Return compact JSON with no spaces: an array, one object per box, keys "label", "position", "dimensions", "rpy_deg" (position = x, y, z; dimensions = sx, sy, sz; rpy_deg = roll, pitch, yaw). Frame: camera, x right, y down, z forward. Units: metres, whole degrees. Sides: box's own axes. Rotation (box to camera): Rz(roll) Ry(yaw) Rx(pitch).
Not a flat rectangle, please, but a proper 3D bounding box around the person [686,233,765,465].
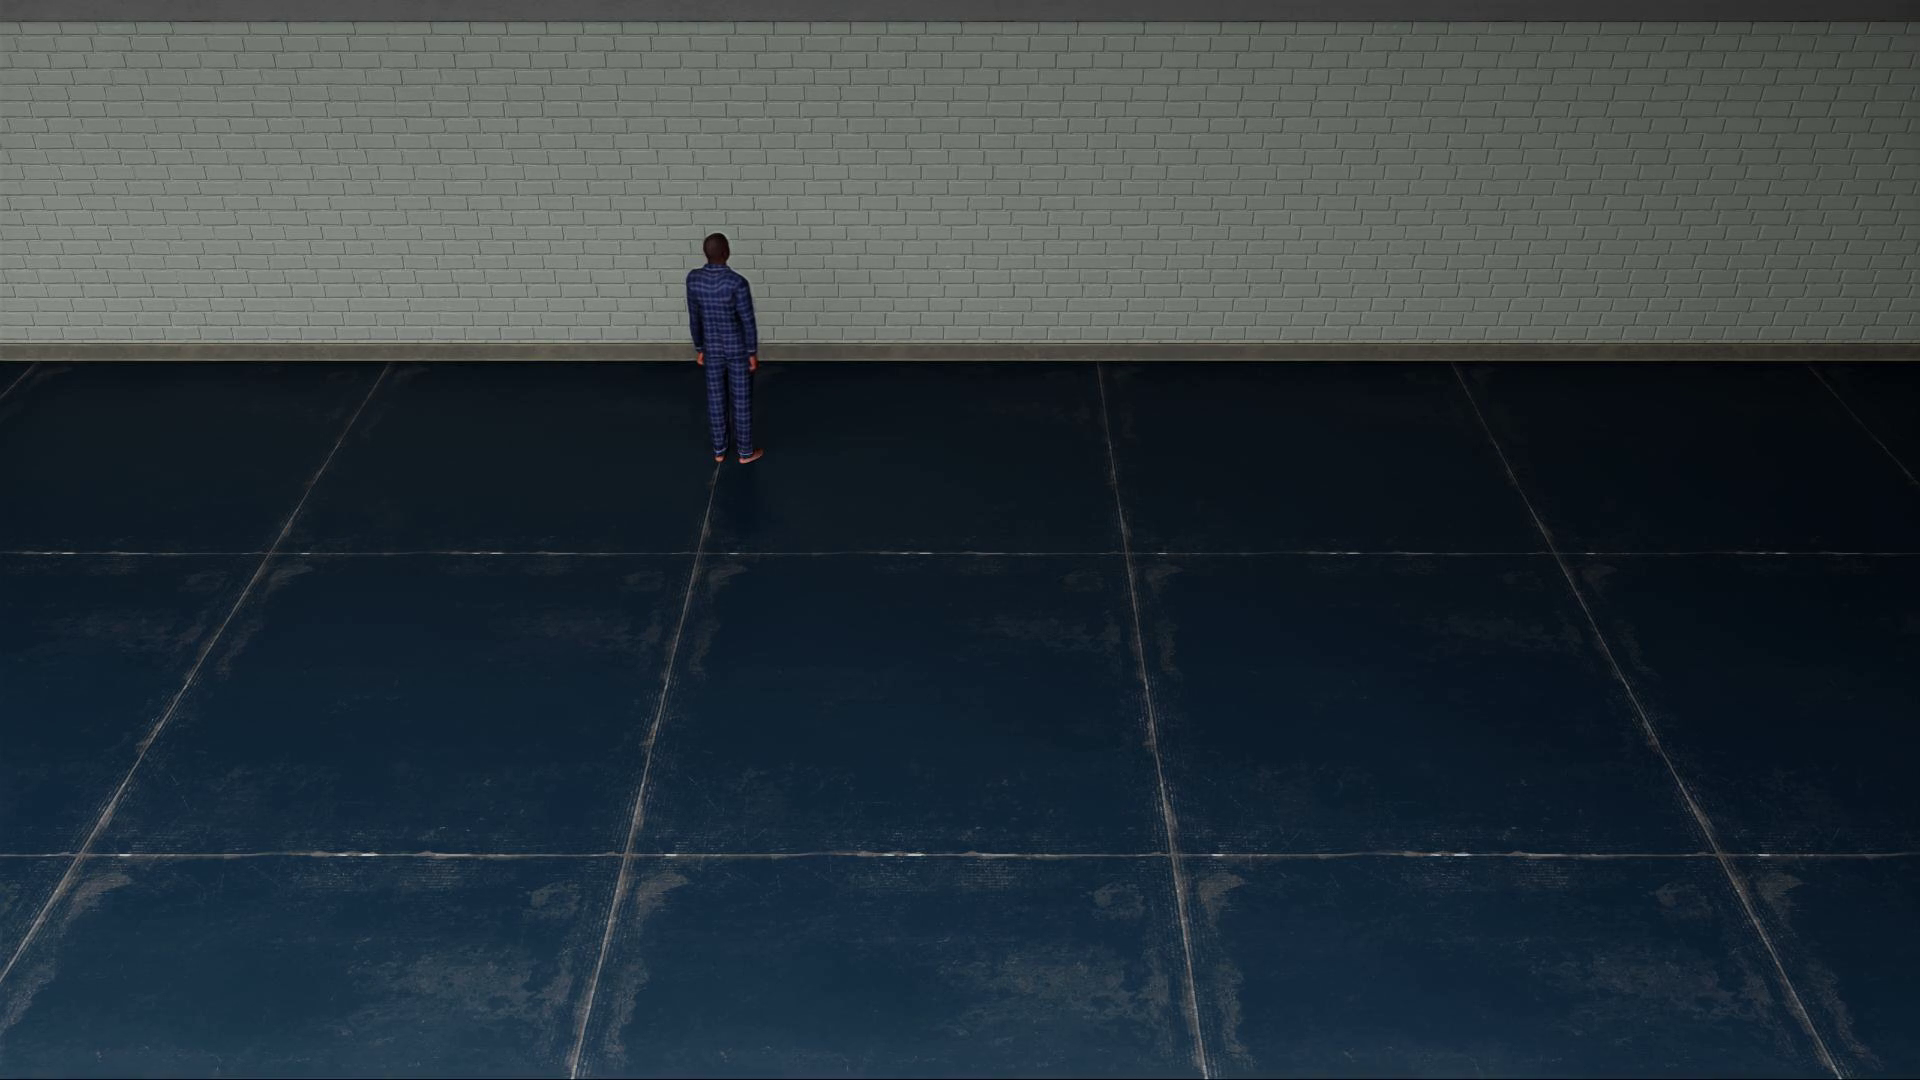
[{"label":"person","position":[-1.731,-1.409,12.269],"dimensions":[0.733,1.824,0.697],"rpy_deg":[8,34,13]}]
